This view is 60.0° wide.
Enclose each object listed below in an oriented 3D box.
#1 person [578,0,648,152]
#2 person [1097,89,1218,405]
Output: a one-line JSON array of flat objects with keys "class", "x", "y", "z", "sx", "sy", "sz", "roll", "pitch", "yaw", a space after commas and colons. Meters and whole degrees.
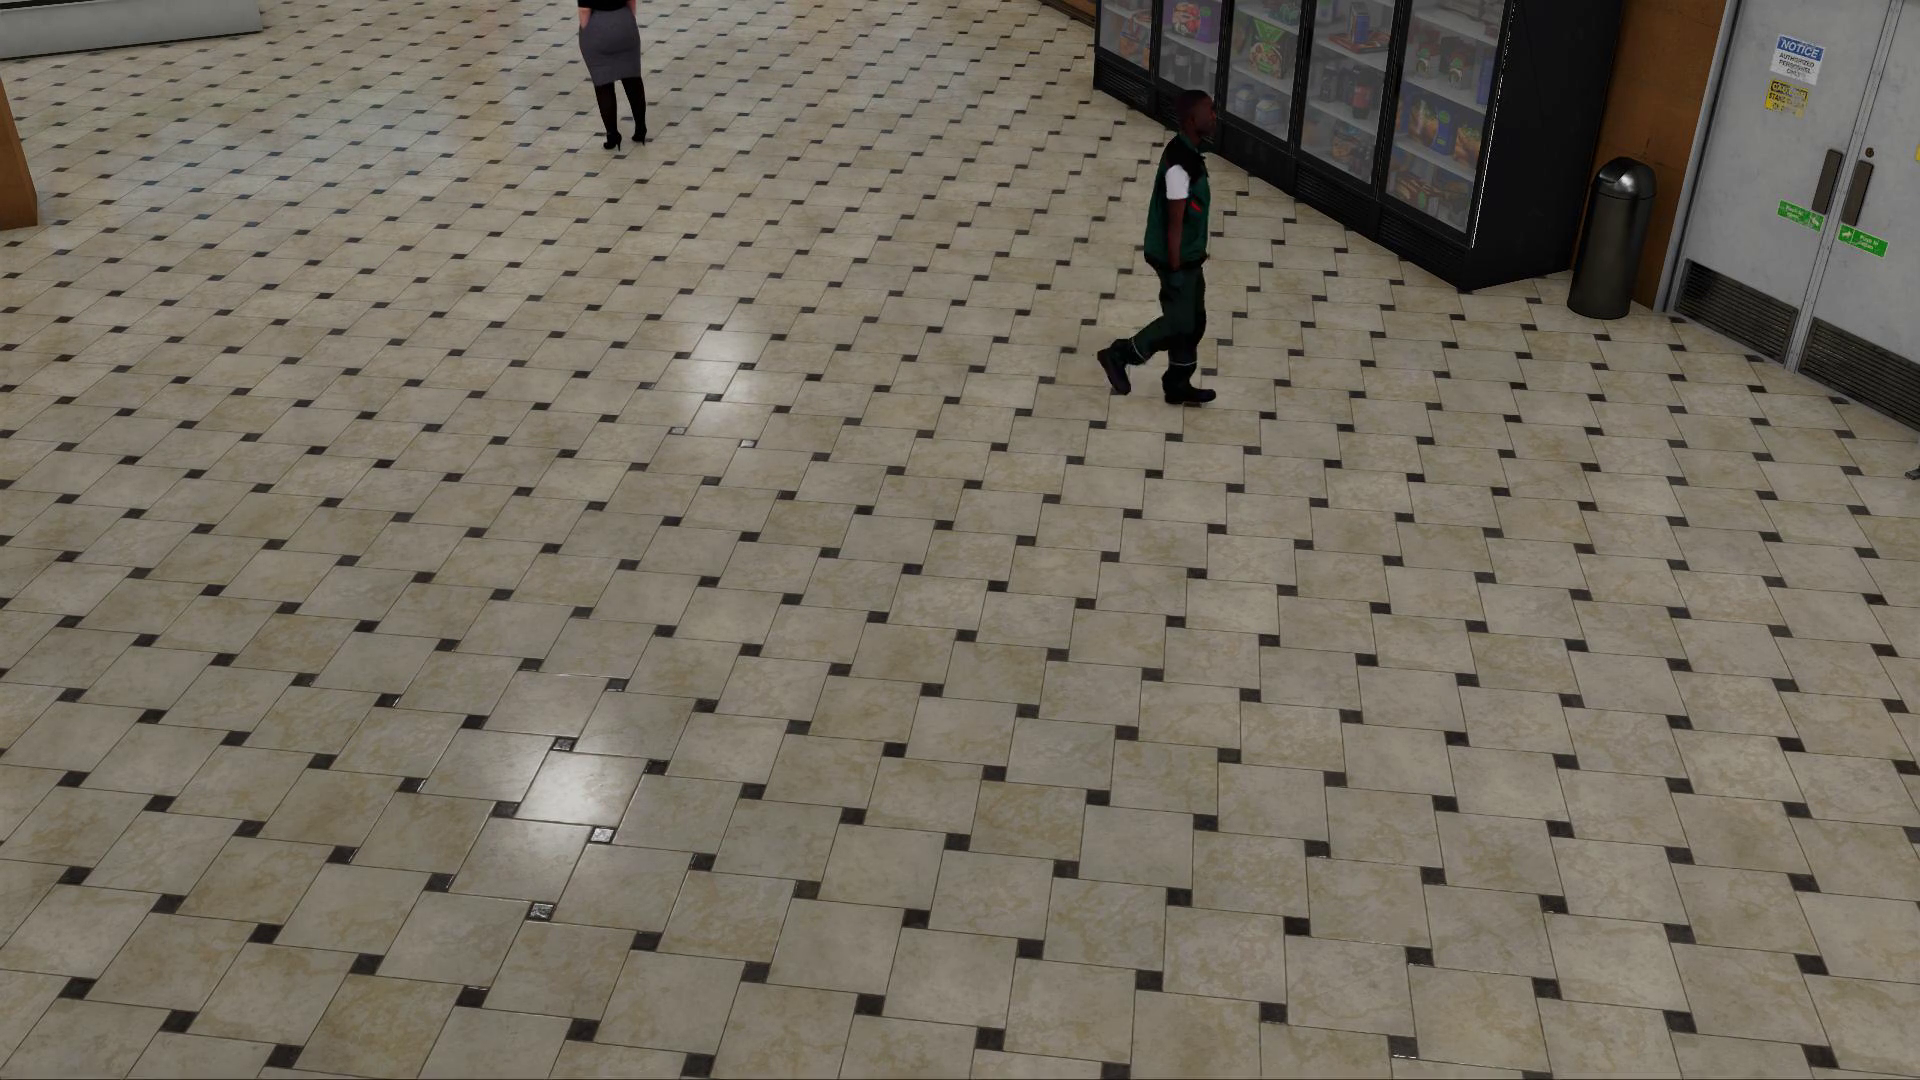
[{"class": "person", "x": -2.749, "y": -3.963, "z": 13.100, "sx": 0.628, "sy": 1.757, "sz": 0.782, "roll": -22, "pitch": 38, "yaw": -31}, {"class": "person", "x": 1.123, "y": -1.572, "z": 9.191, "sx": 1.075, "sy": 1.826, "sz": 0.989, "roll": 7, "pitch": 33, "yaw": 11}]
